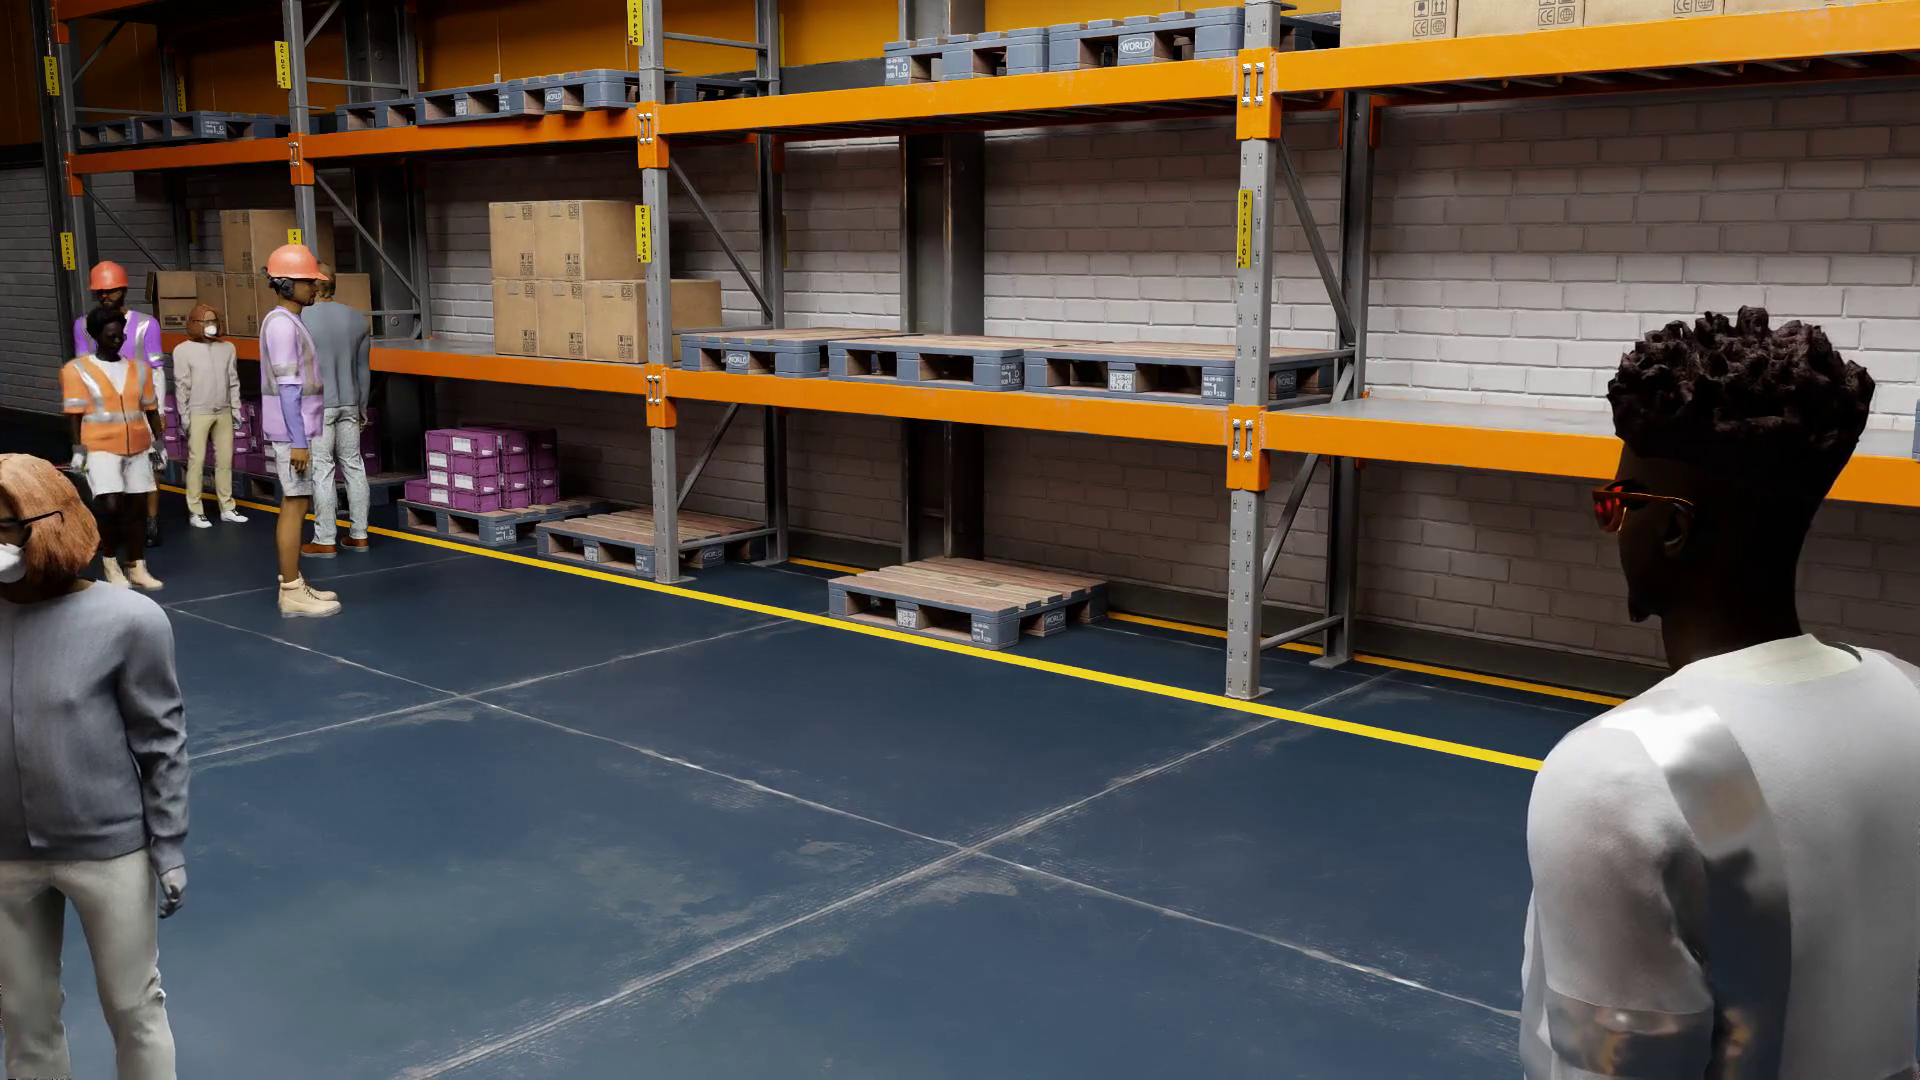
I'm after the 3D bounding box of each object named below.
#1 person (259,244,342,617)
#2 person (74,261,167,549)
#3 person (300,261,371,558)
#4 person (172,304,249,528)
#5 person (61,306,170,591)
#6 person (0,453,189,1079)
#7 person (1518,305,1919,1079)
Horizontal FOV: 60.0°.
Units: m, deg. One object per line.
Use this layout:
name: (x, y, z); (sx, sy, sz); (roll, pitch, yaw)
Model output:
person: (-3.641, -0.600, 9.192); (0.393, 2.041, 0.613); (-4, 11, -22)
person: (-5.641, -0.899, 11.193); (0.551, 1.935, 0.372); (-3, 10, -15)
person: (-4.148, -0.850, 10.914); (0.372, 1.940, 0.630); (7, 12, 34)
person: (-5.463, -0.904, 12.118); (0.284, 1.626, 0.495); (6, 12, 31)
person: (-4.901, -0.517, 9.712); (0.390, 1.683, 0.556); (7, 12, 35)
person: (-1.797, 0.634, 3.326); (0.504, 1.632, 0.270); (-1, 10, -3)
person: (0.773, 0.743, 1.762); (0.614, 1.963, 0.362); (-7, 12, -34)
